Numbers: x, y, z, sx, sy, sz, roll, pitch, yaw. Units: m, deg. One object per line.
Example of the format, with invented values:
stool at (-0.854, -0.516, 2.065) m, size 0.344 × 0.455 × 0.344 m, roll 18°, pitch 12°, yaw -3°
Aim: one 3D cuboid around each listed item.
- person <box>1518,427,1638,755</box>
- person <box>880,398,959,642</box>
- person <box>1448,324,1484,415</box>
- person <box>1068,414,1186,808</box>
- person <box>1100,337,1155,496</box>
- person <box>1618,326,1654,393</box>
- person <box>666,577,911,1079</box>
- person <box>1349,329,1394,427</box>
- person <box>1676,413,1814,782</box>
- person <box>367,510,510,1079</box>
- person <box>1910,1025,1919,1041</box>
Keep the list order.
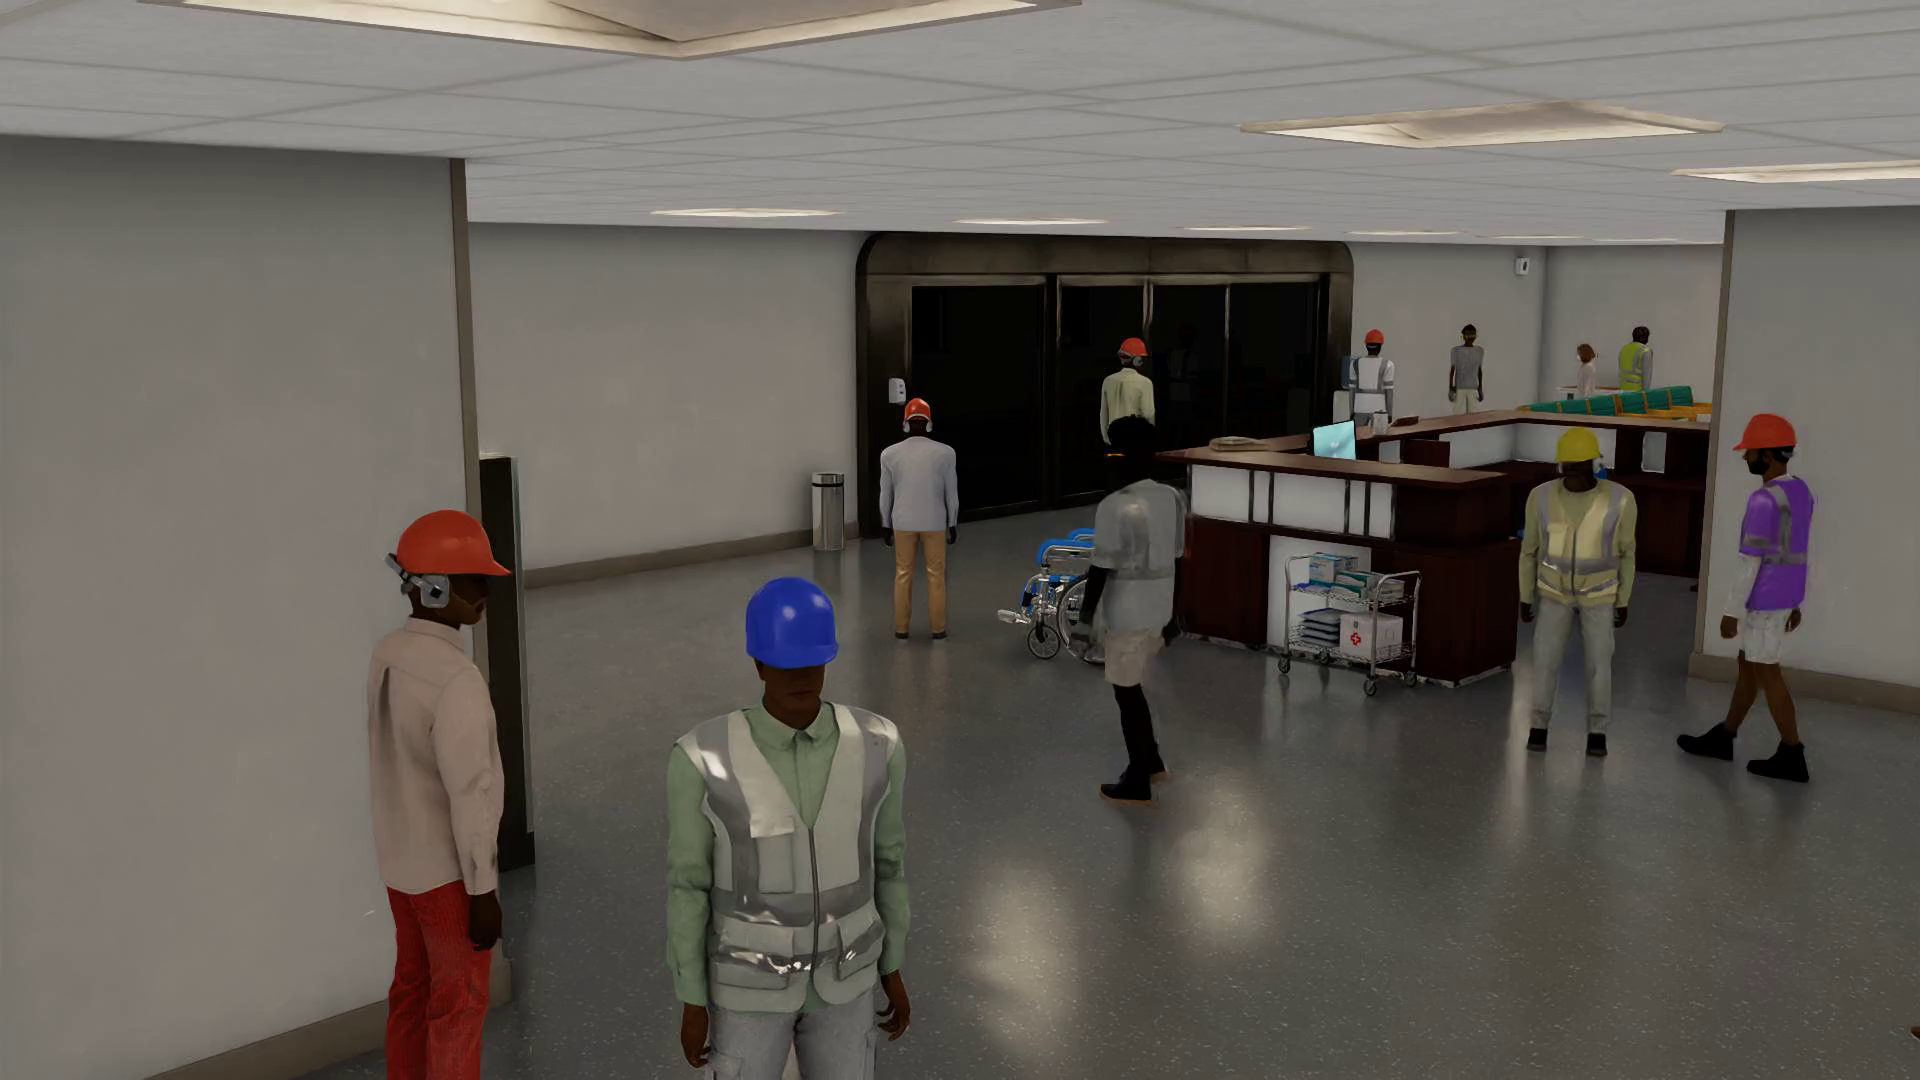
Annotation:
person at (3.348, 0.286, 9.069) m, size 0.596 × 1.814 × 0.452 m, roll 5°, pitch 11°, yaw 29°
person at (-0.290, -0.140, 11.871) m, size 0.565 × 1.743 × 0.355 m, roll 1°, pitch 9°, yaw 3°
person at (7.287, -2.167, 23.925) m, size 0.521 × 1.870 × 0.319 m, roll -1°, pitch 9°, yaw -5°
person at (0.814, 0.354, 8.203) m, size 0.463 × 1.948 × 0.624 m, roll 7°, pitch 11°, yaw 36°
person at (1.647, -0.964, 16.157) m, size 0.614 × 1.993 × 0.395 m, roll 9°, pitch 13°, yaw 43°
person at (9.870, -2.207, 24.308) m, size 0.430 × 1.834 × 0.635 m, roll -3°, pitch 10°, yaw -17°
person at (-0.399, 1.043, 3.998) m, size 0.605 × 1.948 × 0.391 m, roll -4°, pitch 10°, yaw -24°
person at (4.994, -1.588, 20.196) m, size 0.546 × 1.929 × 0.387 m, roll 5°, pitch 11°, yaw 30°
person at (4.188, 0.294, 8.733) m, size 0.567 × 1.923 × 0.653 m, roll -9°, pitch 13°, yaw -44°
person at (-1.450, 0.904, 4.712) m, size 0.392 × 1.991 × 0.612 m, roll -8°, pitch 12°, yaw -39°
person at (3.533, 0.821, 5.627) m, size 0.513 × 1.863 × 0.331 m, roll -5°, pitch 11°, yaw -29°
